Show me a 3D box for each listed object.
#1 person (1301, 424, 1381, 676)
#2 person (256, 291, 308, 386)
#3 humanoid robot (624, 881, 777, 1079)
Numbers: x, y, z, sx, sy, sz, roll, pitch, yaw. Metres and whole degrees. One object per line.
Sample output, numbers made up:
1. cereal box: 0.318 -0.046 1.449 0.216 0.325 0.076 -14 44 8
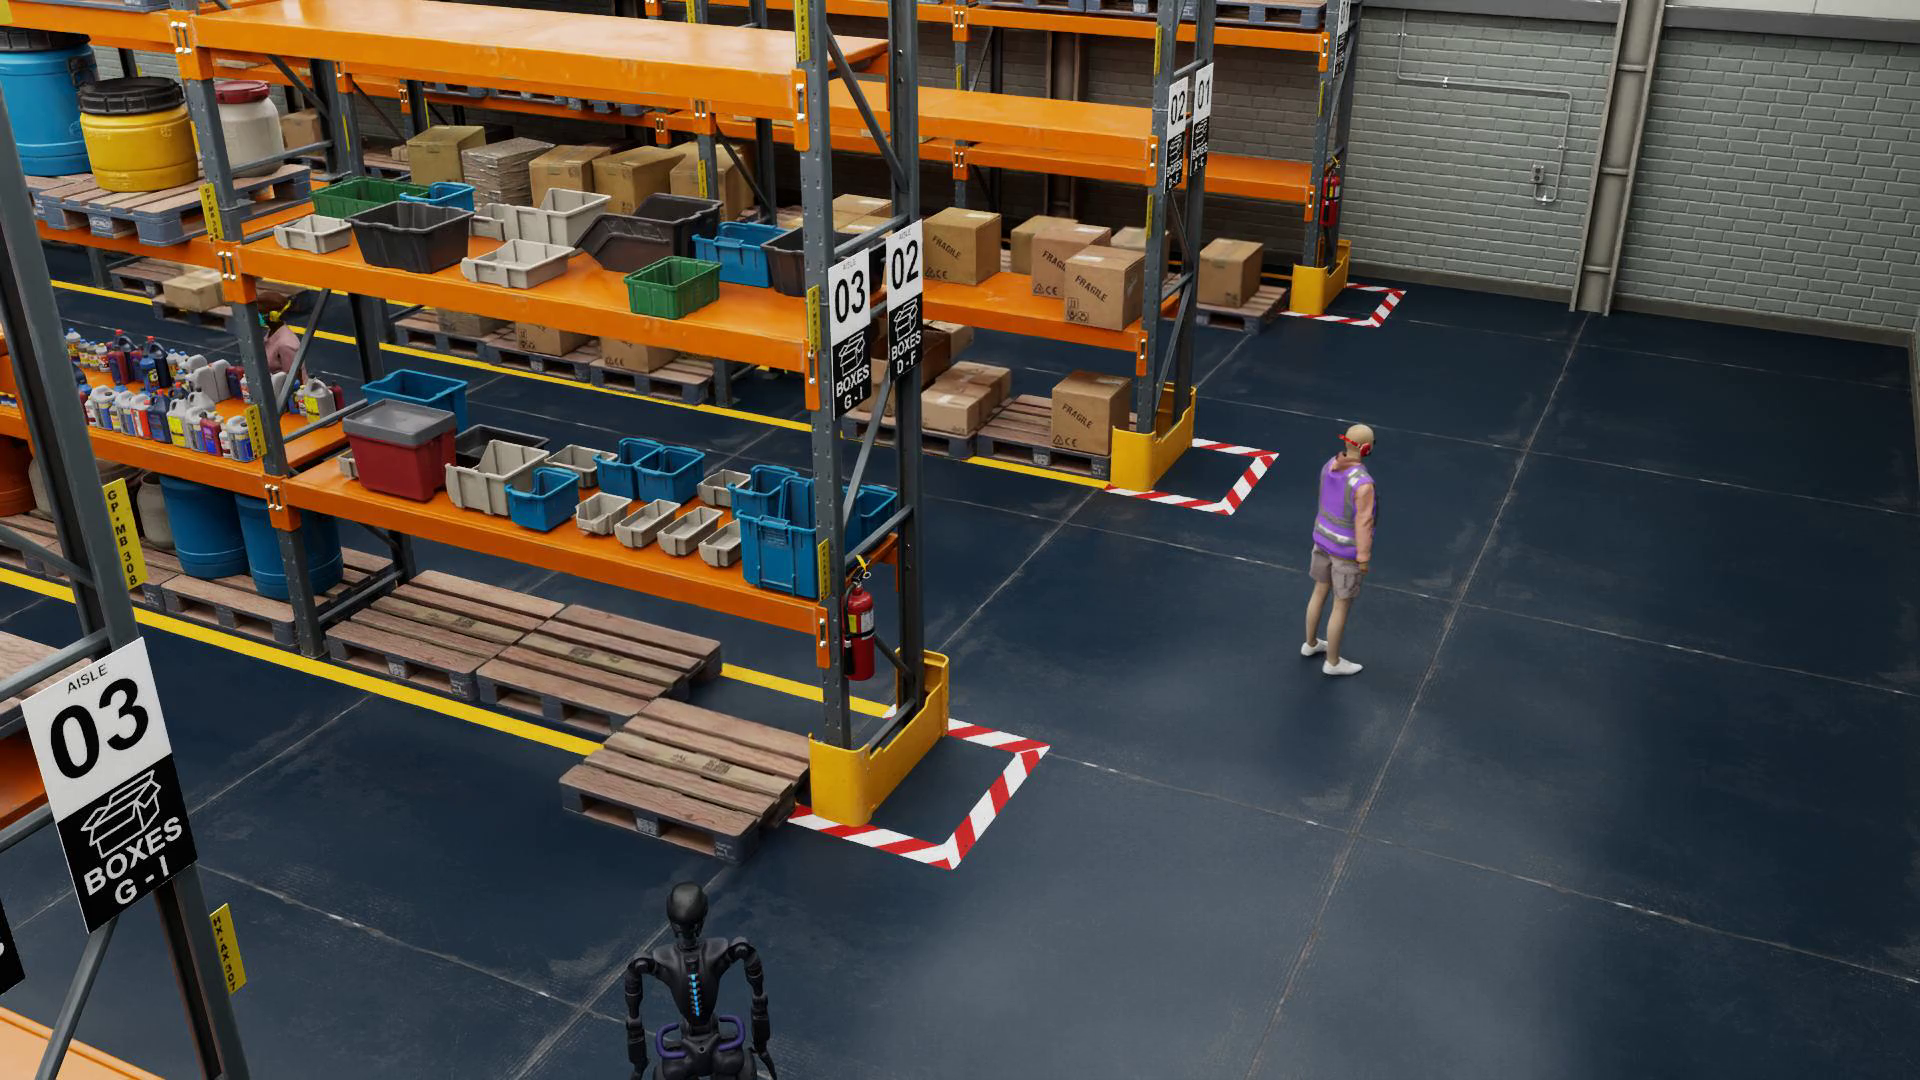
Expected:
1. person: 2.429 0.057 10.590 0.352 1.688 0.489 -11 28 -21
2. person: -5.088 -1.018 12.640 0.330 1.801 0.530 -18 31 -32
3. humanoid robot: -1.024 2.050 6.546 0.599 1.657 0.315 -6 27 -11
